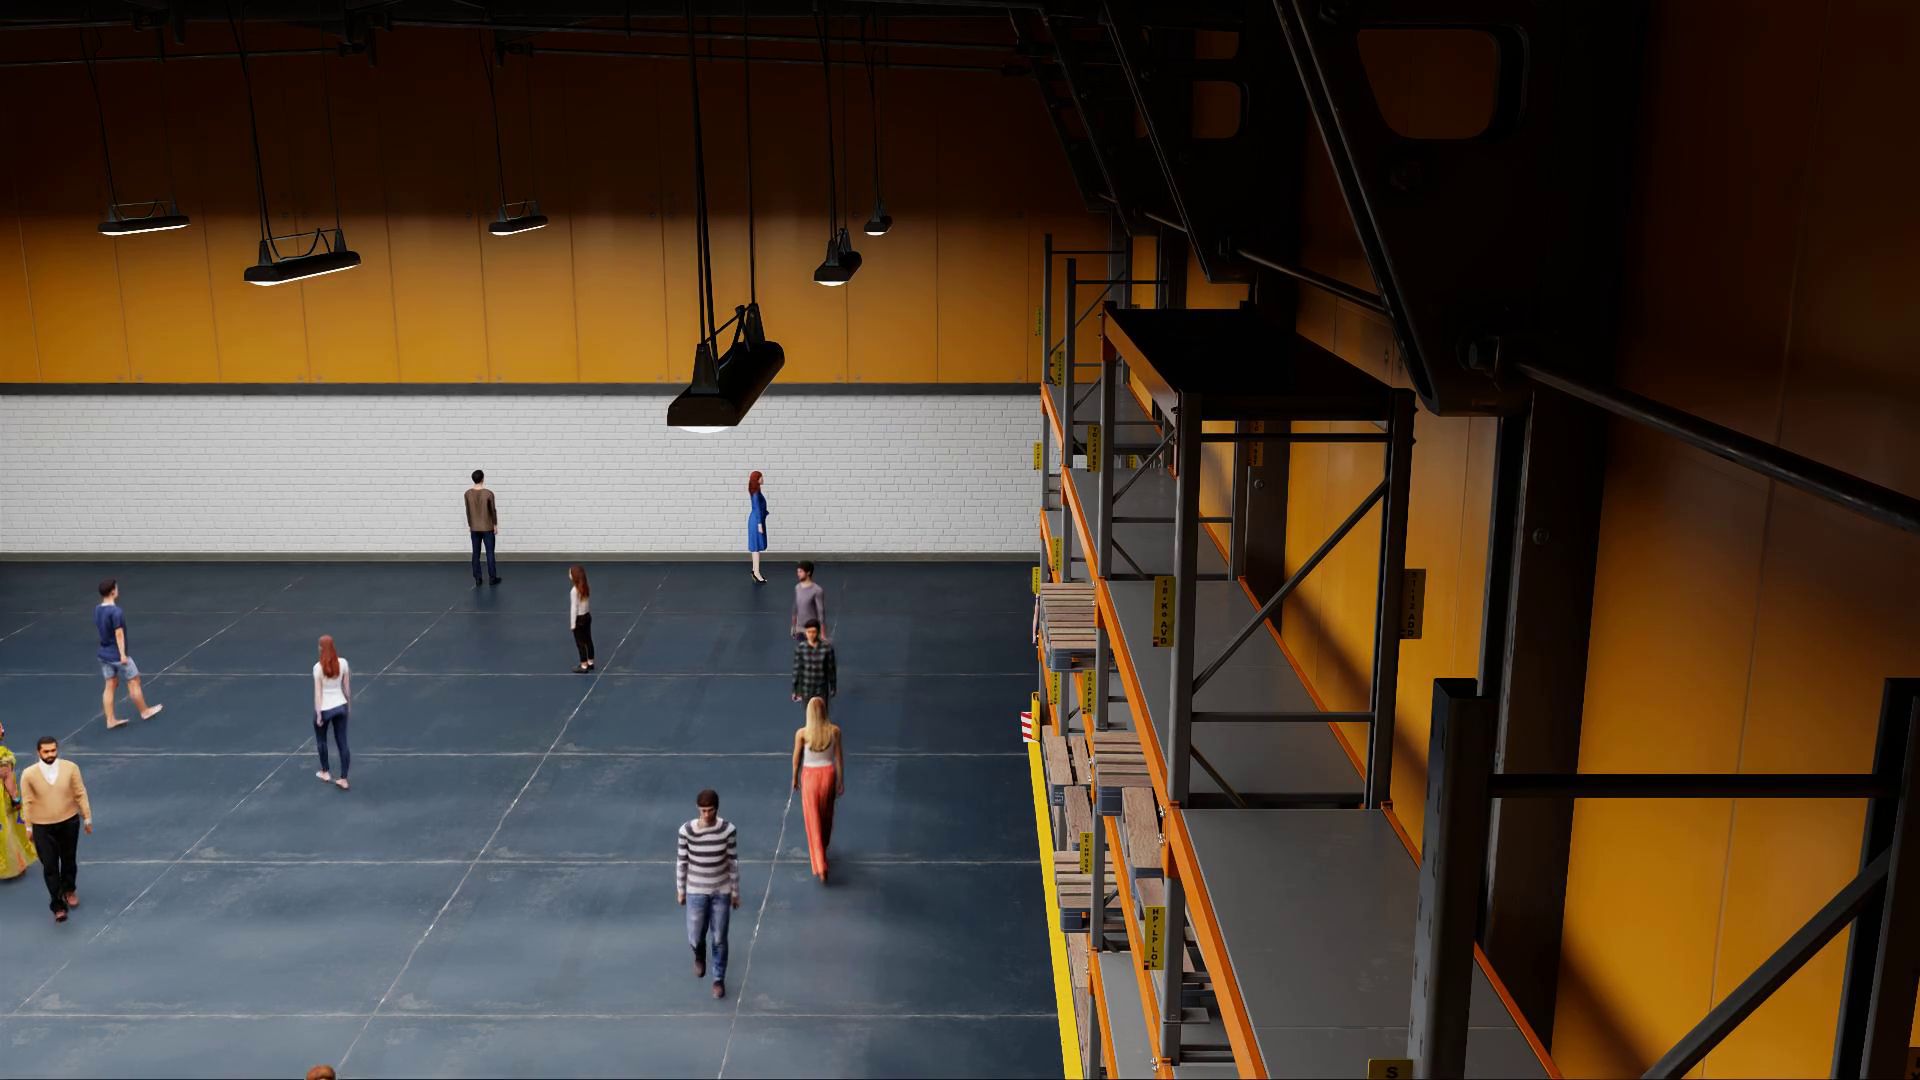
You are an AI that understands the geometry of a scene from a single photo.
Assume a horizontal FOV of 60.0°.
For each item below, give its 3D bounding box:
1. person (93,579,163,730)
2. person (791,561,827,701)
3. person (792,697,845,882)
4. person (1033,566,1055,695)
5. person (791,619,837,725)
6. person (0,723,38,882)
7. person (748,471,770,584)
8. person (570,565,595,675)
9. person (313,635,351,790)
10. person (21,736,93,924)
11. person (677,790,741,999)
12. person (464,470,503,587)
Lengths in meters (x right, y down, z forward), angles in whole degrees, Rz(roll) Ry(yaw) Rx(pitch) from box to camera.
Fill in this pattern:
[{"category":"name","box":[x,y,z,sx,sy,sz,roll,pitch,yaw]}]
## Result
[{"category":"person","box":[-10.367,1.416,20.264,0.870,1.823,1.028,6,15,25]},{"category":"person","box":[-1.872,1.157,21.303,0.877,1.837,0.814,-13,19,-43]},{"category":"person","box":[-1.367,2.452,16.161,0.849,1.739,1.346,-3,14,-12]},{"category":"person","box":[1.167,1.174,21.433,0.677,1.742,0.705,9,16,34]},{"category":"person","box":[-1.746,1.744,19.942,0.728,1.690,0.913,1,14,4]},{"category":"person","box":[-9.366,2.522,16.060,0.948,1.650,0.990,8,16,30]},{"category":"person","box":[-3.295,-0.223,27.018,0.713,1.829,0.566,-3,14,-10]},{"category":"person","box":[-5.100,1.066,22.435,0.671,1.481,0.521,4,14,17]},{"category":"person","box":[-6.896,1.929,18.380,0.865,1.712,0.927,-13,19,-42]},{"category":"person","box":[-8.407,2.635,15.455,1.068,1.717,1.198,-9,17,-34]},{"category":"person","box":[-2.123,2.925,14.022,0.746,1.828,0.818,-2,14,-9]},{"category":"person","box":[-7.712,-0.208,26.828,0.646,1.888,0.557,0,14,2]}]
